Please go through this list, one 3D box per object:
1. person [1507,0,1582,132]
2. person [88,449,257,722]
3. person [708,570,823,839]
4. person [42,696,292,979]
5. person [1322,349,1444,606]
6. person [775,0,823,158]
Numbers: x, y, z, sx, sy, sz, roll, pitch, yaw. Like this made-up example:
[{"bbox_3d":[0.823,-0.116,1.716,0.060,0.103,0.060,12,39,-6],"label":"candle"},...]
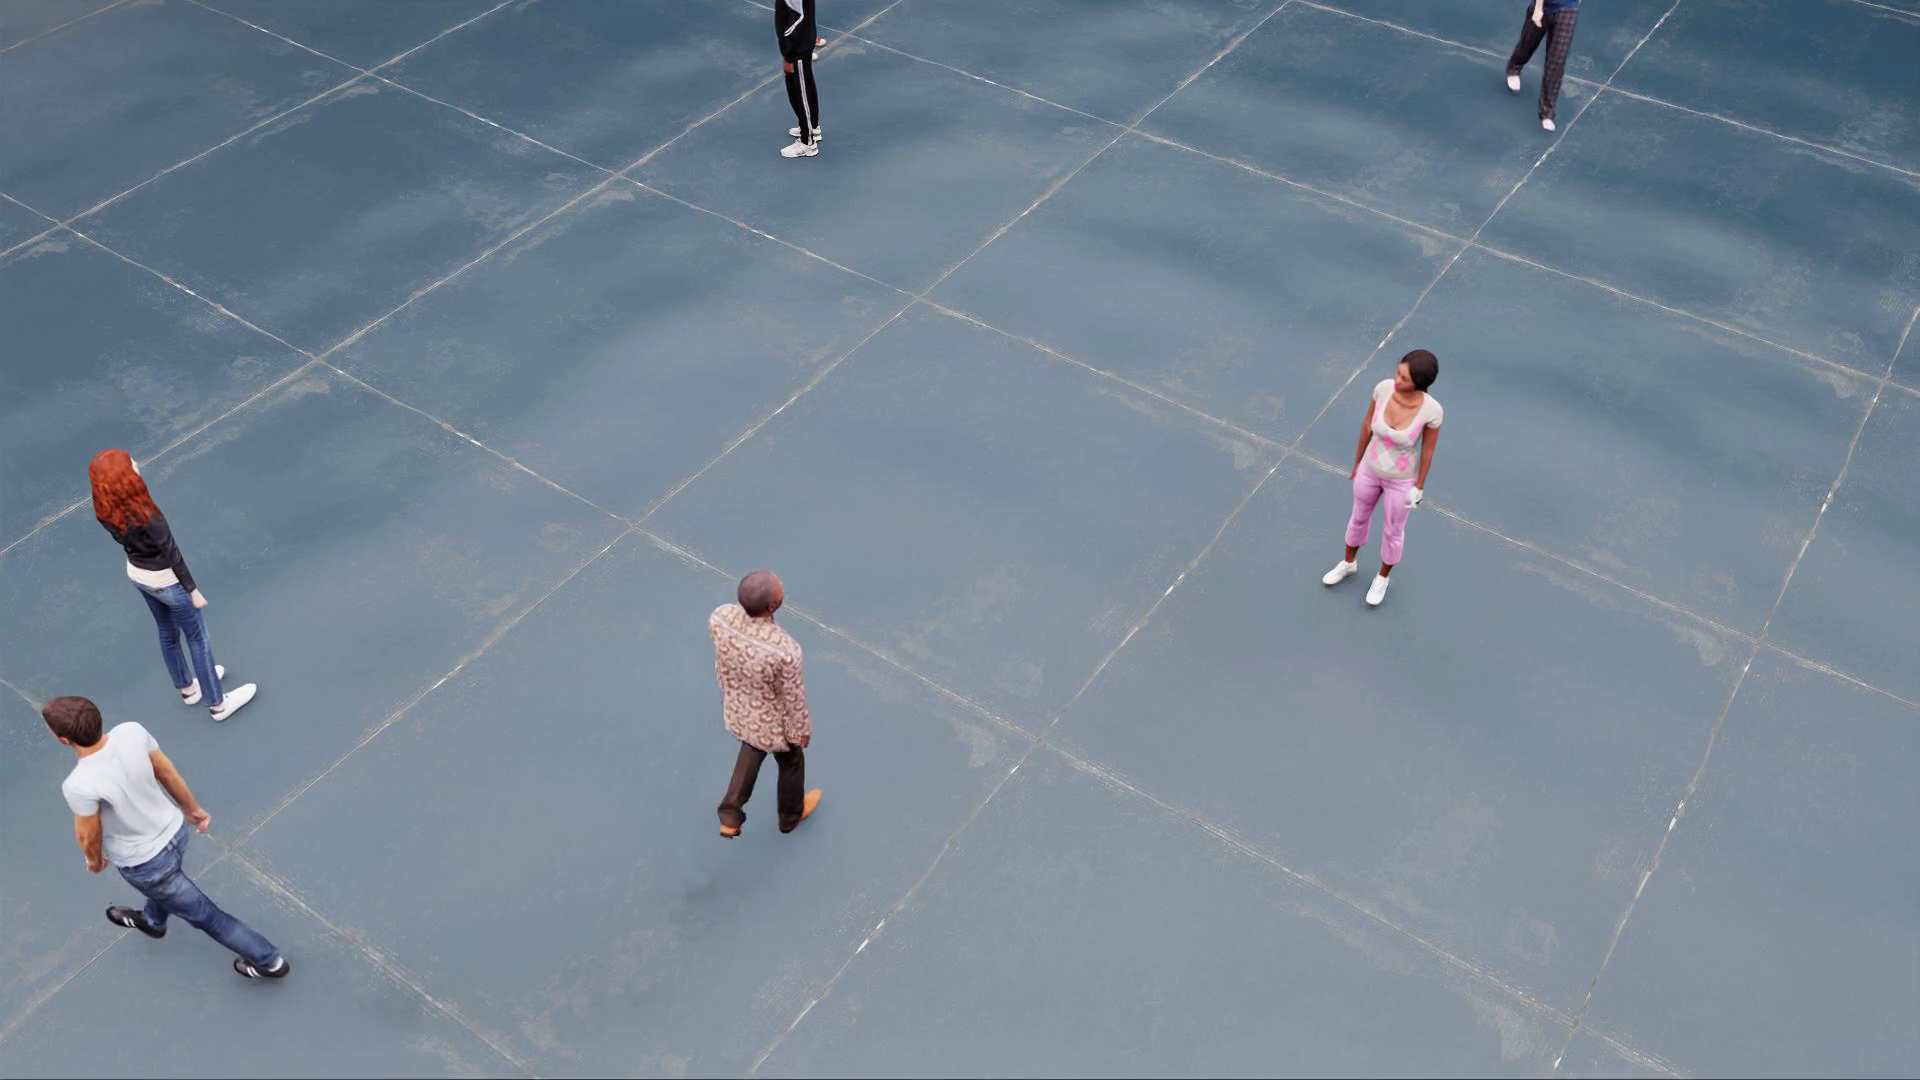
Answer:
[{"bbox_3d":[4.804,-4.384,13.576,1.238,1.824,1.163,1,43,1],"label":"person"},{"bbox_3d":[-4.140,0.238,8.652,0.485,1.789,0.640,21,47,21],"label":"person"},{"bbox_3d":[-0.985,0.873,7.976,0.812,1.784,0.782,22,47,22],"label":"person"},{"bbox_3d":[-3.510,1.393,7.399,1.281,1.810,0.959,9,44,9],"label":"person"},{"bbox_3d":[2.412,-0.370,9.337,0.468,1.743,0.652,30,51,28],"label":"person"},{"bbox_3d":[-1.265,-3.915,13.070,0.716,1.829,0.741,6,43,6],"label":"person"}]
